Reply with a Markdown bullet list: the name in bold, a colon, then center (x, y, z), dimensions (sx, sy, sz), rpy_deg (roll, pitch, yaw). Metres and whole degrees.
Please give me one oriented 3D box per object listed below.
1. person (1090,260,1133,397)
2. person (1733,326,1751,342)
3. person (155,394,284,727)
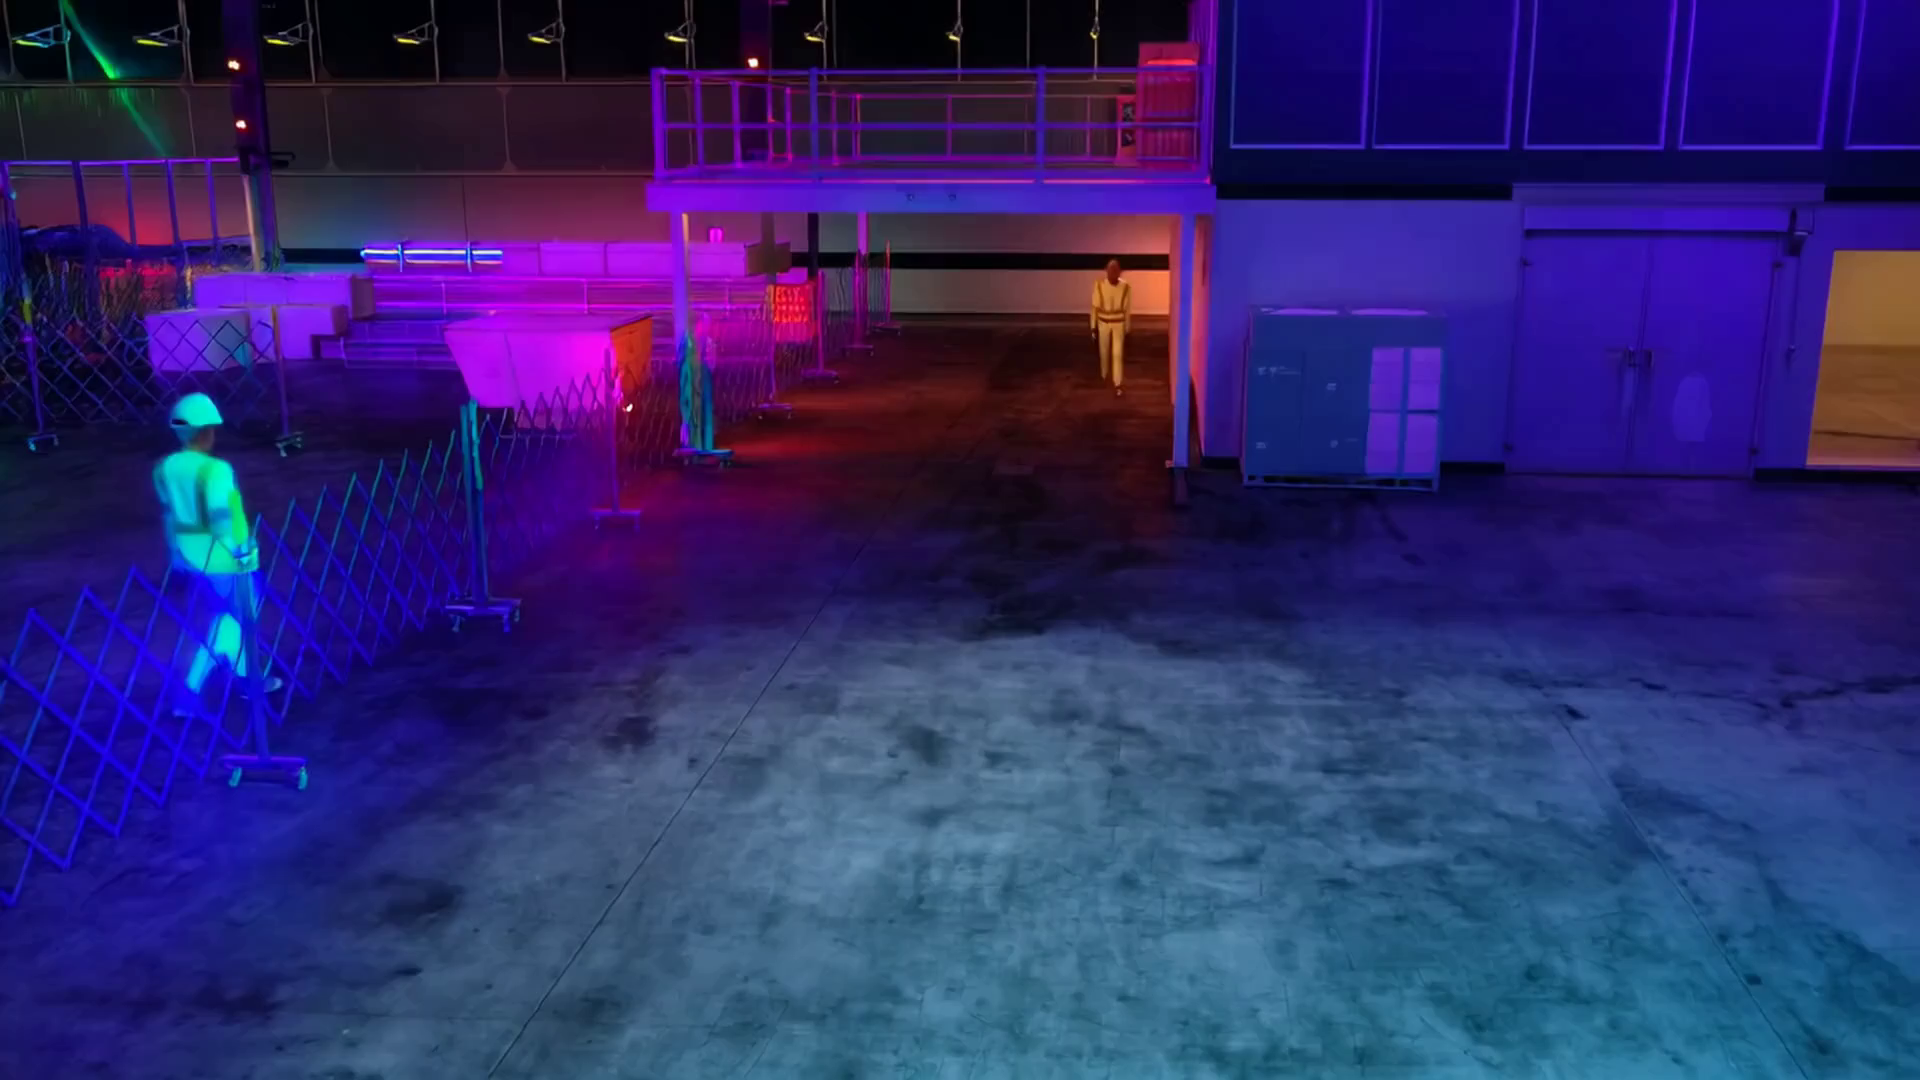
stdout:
- **person**: center (2.071, -2.900, 22.825), dimensions (0.583, 1.827, 0.989), rpy_deg (1, 14, 4)
- **person**: center (12.796, -3.975, 27.121), dimensions (0.524, 1.876, 0.325), rpy_deg (6, 15, 25)
- **person**: center (-4.579, 0.112, 10.151), dimensions (0.614, 2.013, 0.893), rpy_deg (8, 16, 31)
